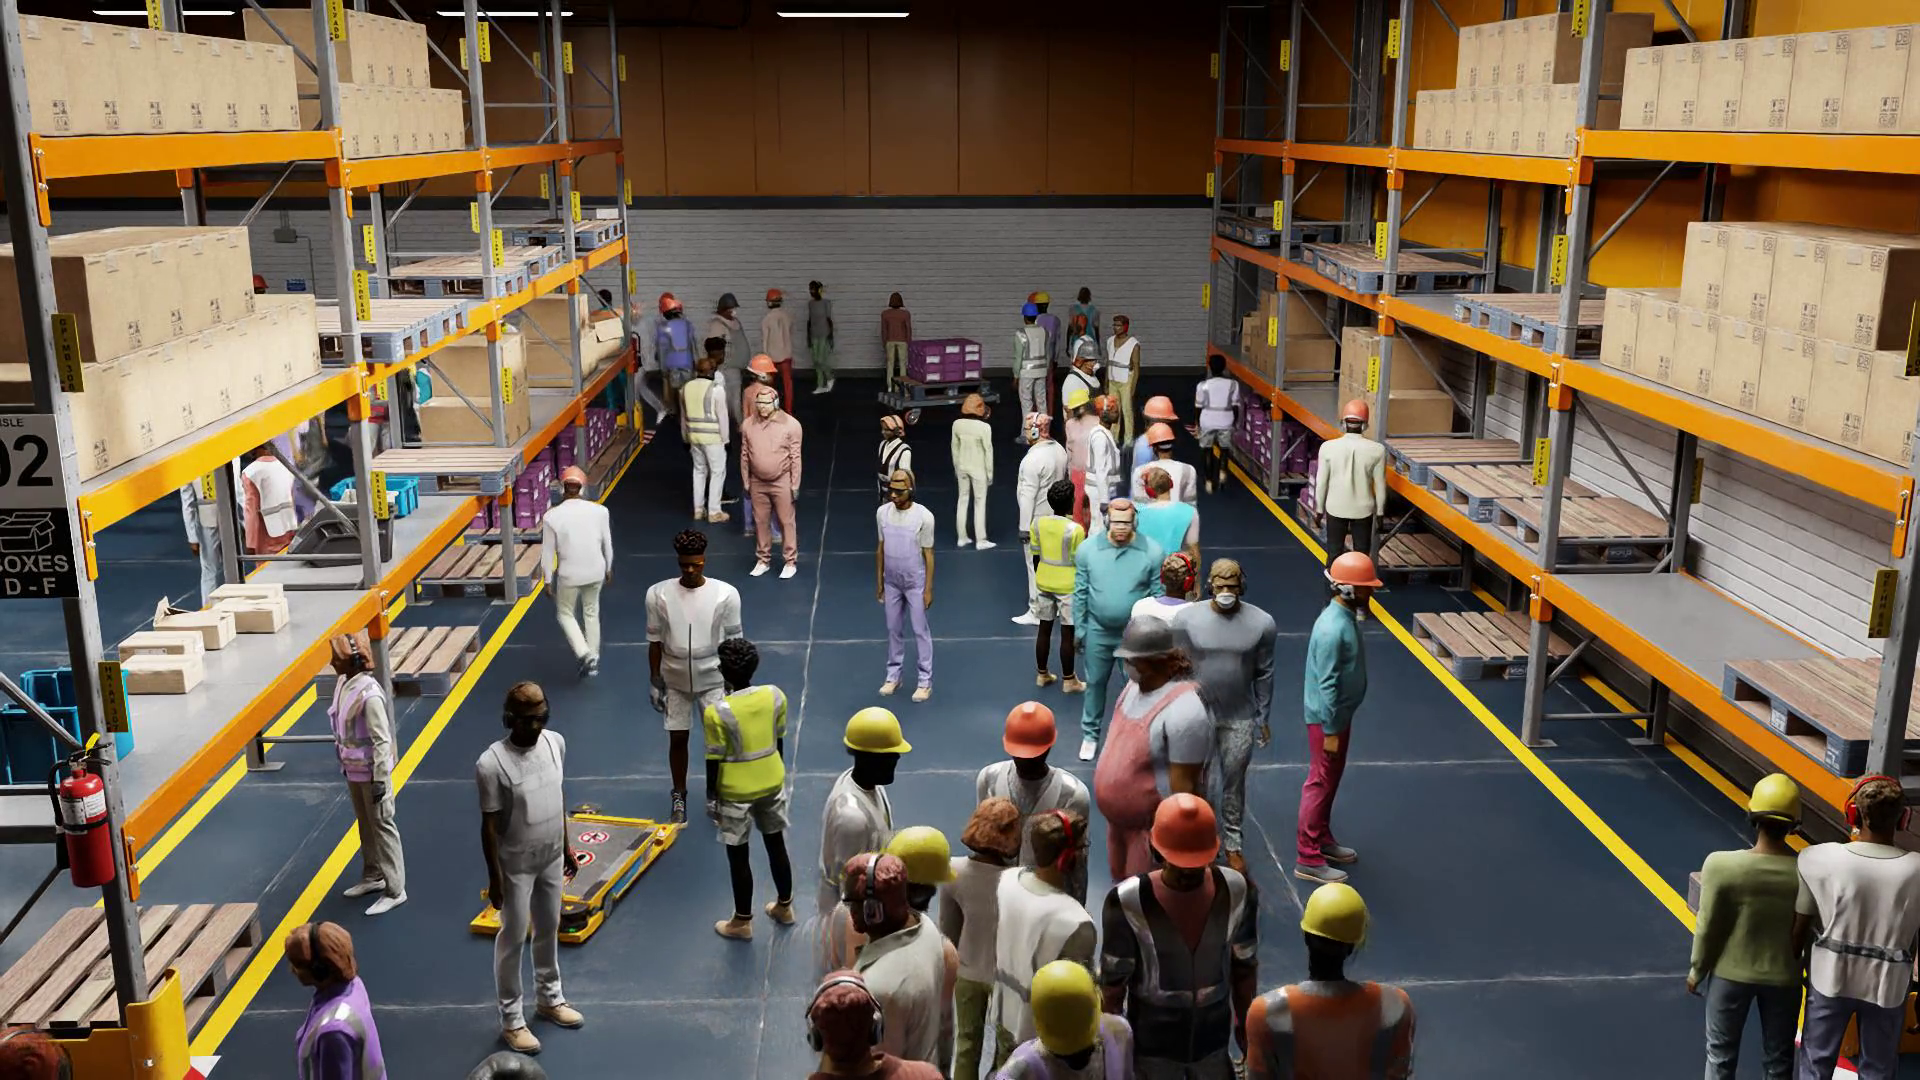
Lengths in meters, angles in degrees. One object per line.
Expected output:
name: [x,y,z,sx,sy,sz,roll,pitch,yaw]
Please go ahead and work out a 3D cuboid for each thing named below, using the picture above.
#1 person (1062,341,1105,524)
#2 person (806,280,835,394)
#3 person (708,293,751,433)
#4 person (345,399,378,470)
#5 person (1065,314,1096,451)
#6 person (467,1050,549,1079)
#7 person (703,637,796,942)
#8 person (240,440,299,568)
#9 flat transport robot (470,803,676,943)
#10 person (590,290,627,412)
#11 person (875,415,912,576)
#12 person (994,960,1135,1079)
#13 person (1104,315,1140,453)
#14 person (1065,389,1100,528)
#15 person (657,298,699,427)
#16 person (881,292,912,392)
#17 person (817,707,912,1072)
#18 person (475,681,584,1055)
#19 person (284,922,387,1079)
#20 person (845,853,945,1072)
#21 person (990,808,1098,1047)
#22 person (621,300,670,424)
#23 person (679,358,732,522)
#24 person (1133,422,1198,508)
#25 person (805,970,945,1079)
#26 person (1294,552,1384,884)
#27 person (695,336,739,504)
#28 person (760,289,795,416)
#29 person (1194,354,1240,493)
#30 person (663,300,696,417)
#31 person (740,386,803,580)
person: [1.413,-1.210,18.469,0.535,2.000,0.681,7,16,27]
person: [-2.287,-3.277,26.956,0.564,1.851,0.394,11,18,38]
person: [-3.327,-2.554,23.746,0.870,2.000,0.695,5,15,18]
person: [-7.564,-1.869,21.172,0.621,1.986,0.409,4,15,15]
person: [1.617,-2.069,22.176,0.369,1.878,0.584,5,15,21]
person: [-1.171,2.330,4.571,0.680,2.000,0.536,-11,18,-37]
person: [-1.163,1.355,9.117,0.546,1.689,0.324,-13,19,-41]
person: [-5.857,-0.048,14.179,0.402,1.909,0.599,4,15,13]
flat transport robot: [-2.227,1.917,9.723,0.652,0.197,1.431,3,15,11]
person: [-5.296,-2.898,25.481,0.681,1.853,0.927,-1,14,-4]
person: [-0.634,-0.406,16.131,0.312,1.631,0.514,-9,17,-31]
person: [0.312,2.177,5.509,0.628,1.878,0.532,-14,20,-43]
person: [2.175,-2.104,22.366,0.378,1.844,0.569,-12,19,-40]
person: [1.349,-0.738,17.260,0.546,1.711,0.833,8,16,30]
person: [-4.087,-2.548,24.003,0.591,1.898,0.408,-10,17,-35]
person: [-1.035,-3.224,27.182,0.500,1.636,0.280,2,14,9]
person: [-0.423,1.660,7.471,0.424,1.913,0.602,2,14,7]
person: [-2.070,1.551,8.025,0.326,1.842,0.509,10,17,34]
person: [-2.242,2.152,6.097,0.313,1.629,0.525,-5,15,-17]
person: [-0.269,2.030,6.052,0.400,1.895,0.654,3,15,11]
person: [0.374,1.925,6.585,0.478,1.829,0.579,-9,17,-32]
person: [-4.638,-2.549,24.090,0.915,1.867,0.651,-9,17,-32]
person: [-2.837,-1.100,18.479,0.702,1.822,0.491,9,17,33]
person: [1.749,-0.040,14.188,0.558,1.900,0.803,2,14,6]
person: [-0.340,2.242,5.200,0.642,1.902,0.399,-7,16,-27]
person: [2.227,1.033,9.787,0.412,1.988,0.619,6,15,22]
person: [-2.874,-1.402,19.398,0.385,1.953,0.625,-10,17,-34]
person: [-2.763,-2.742,24.655,0.600,1.945,0.985,-9,17,-32]
person: [3.064,-1.389,19.868,0.564,1.678,0.365,1,14,2]
person: [-4.226,-2.715,24.948,0.560,1.752,0.326,-3,15,-12]
person: [-1.847,-0.555,16.198,0.635,1.900,0.397,4,15,15]
